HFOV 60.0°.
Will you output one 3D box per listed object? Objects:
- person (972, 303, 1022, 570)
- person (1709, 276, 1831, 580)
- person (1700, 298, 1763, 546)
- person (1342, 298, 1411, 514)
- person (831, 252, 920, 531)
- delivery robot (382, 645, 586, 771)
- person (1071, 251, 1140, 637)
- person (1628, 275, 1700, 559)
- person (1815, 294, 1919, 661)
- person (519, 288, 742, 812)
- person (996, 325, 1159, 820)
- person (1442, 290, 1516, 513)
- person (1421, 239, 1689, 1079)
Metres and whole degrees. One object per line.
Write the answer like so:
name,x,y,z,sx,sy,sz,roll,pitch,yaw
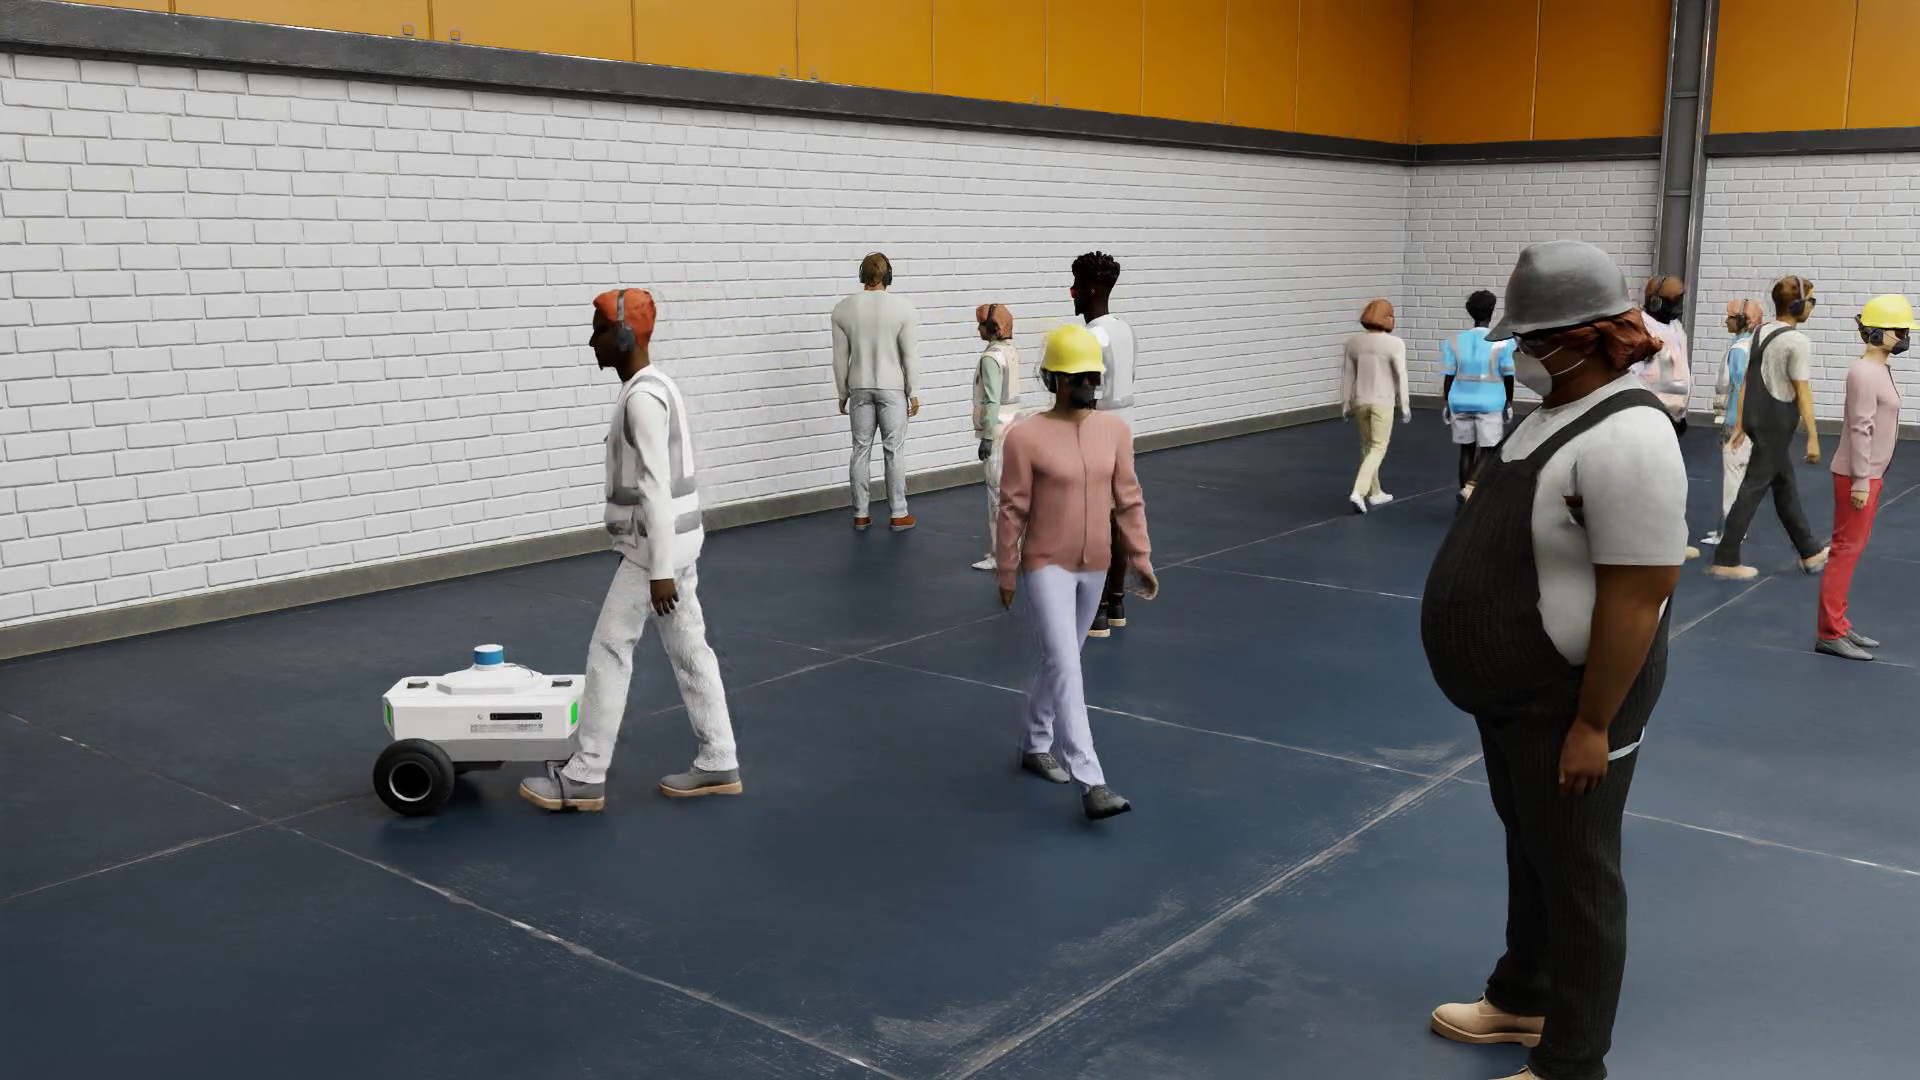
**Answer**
person,0.230,-0.634,10.255,0.310,1.638,0.523,3,11,17
person,4.932,-0.645,9.841,0.942,1.802,0.543,0,10,-2
person,5.161,-0.777,11.048,0.309,1.641,0.514,7,12,32
person,3.094,-1.011,12.446,0.792,1.597,0.504,-10,14,-43
person,-0.578,-1.026,11.599,0.627,1.940,0.370,2,11,13
delivery robot,-1.697,0.623,6.034,0.707,0.478,0.477,0,10,-3
person,0.695,-0.486,8.528,0.367,1.966,0.604,5,11,27
person,4.384,-0.806,10.747,0.818,1.811,0.632,9,13,40
person,4.424,-0.308,8.098,0.326,1.767,0.533,7,12,34
person,-1.204,0.044,5.908,0.891,1.844,0.604,-1,10,-5
person,0.436,0.109,5.914,0.531,1.723,0.903,-7,12,-32
person,3.711,-0.962,12.008,0.538,1.680,0.649,8,13,37
person,1.346,0.318,3.870,0.536,2.000,0.677,1,10,4
